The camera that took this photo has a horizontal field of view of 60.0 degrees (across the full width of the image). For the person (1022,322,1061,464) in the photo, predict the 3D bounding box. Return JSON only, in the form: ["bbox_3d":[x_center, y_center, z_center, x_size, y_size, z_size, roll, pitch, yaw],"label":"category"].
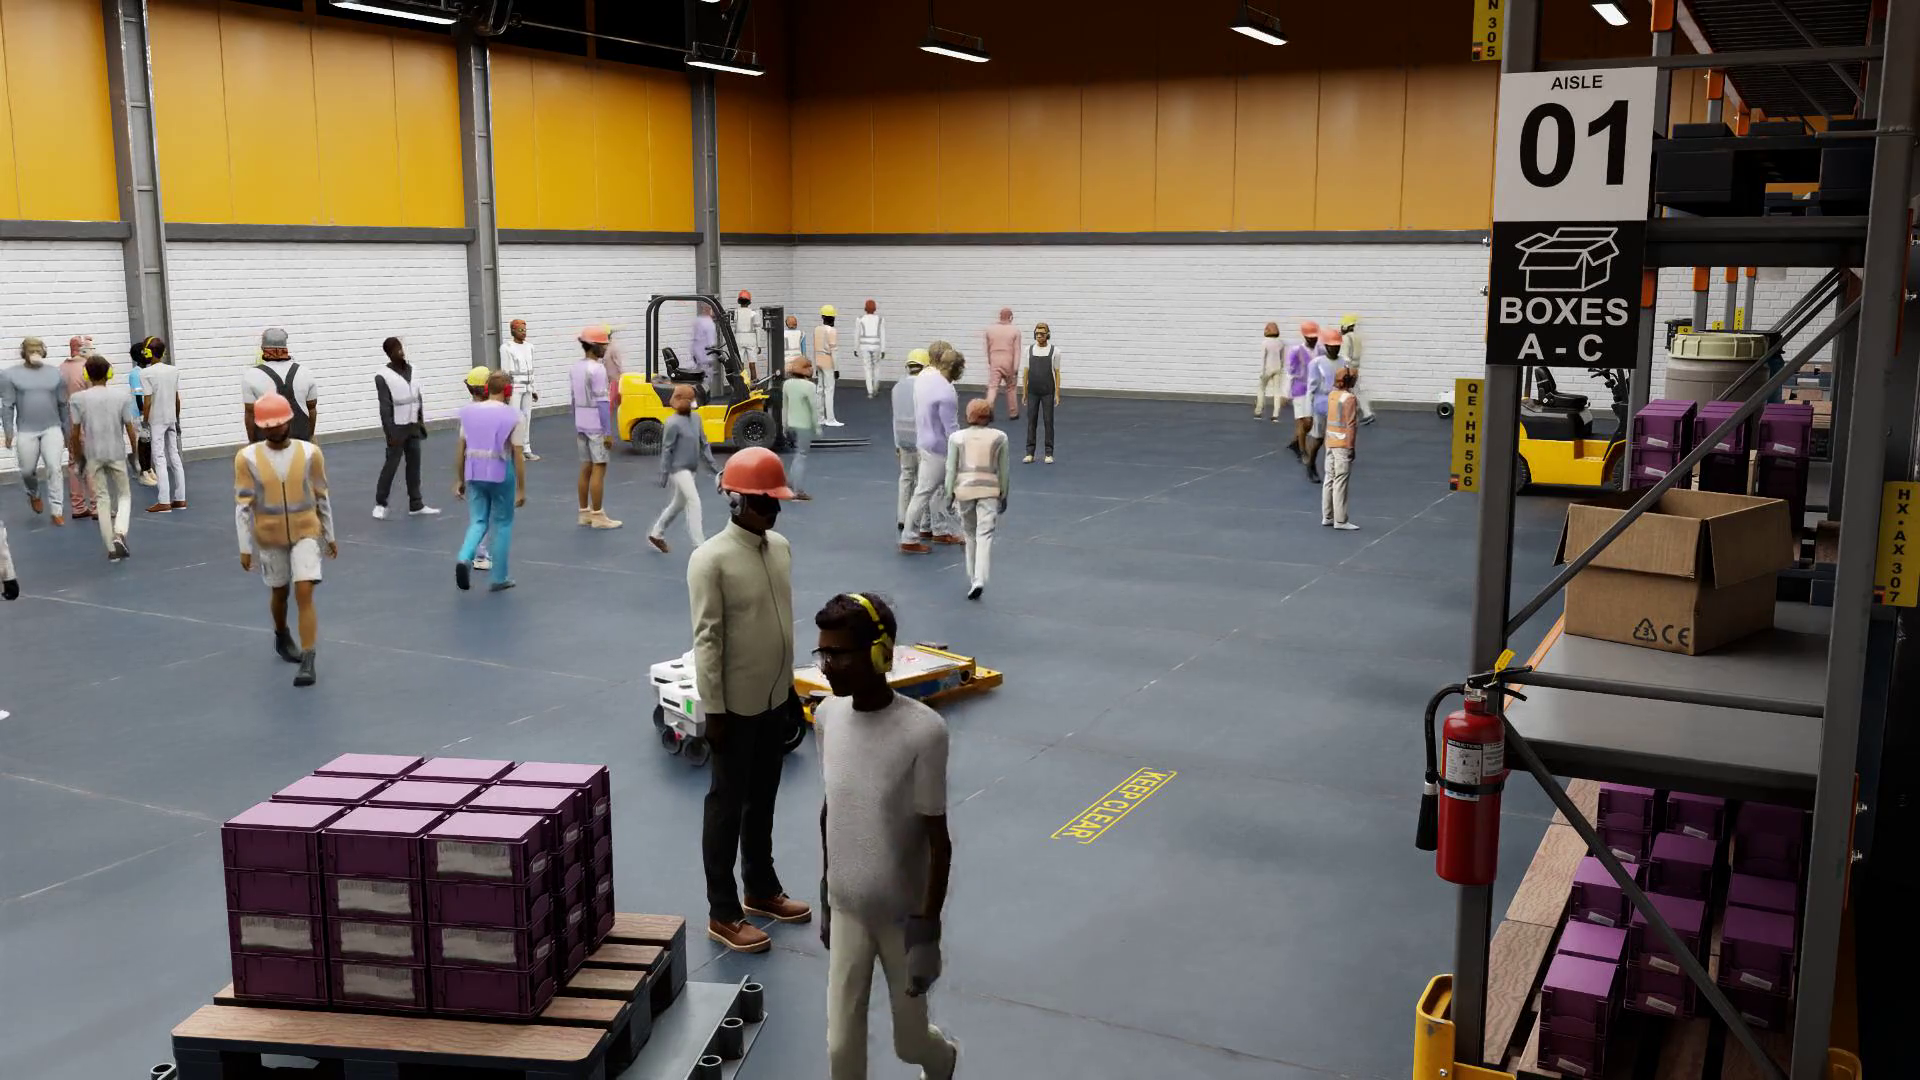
[{"bbox_3d":[1.059,-1.911,21.704,0.504,1.847,0.345,2,10,13],"label":"person"}]

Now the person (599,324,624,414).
[{"bbox_3d":[-5.193,-2.359,24.746,0.970,1.693,0.534,-7,12,-34],"label":"person"}]

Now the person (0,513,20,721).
[{"bbox_3d":[-5.719,0.139,9.641,0.605,1.906,0.479,6,11,30],"label":"person"}]

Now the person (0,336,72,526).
[{"bbox_3d":[-9.354,-1.115,16.868,0.639,1.918,0.762,-7,12,-34],"label":"person"}]

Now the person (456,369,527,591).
[{"bbox_3d":[-3.783,-0.452,13.338,0.631,1.813,0.625,2,10,14],"label":"person"}]

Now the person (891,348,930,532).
[{"bbox_3d":[-0.414,-0.971,16.357,0.610,1.810,0.426,9,13,43],"label":"person"}]

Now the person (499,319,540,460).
[{"bbox_3d":[-5.794,-1.964,21.898,0.338,1.882,0.583,5,11,28],"label":"person"}]

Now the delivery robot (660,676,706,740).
[{"bbox_3d":[-1.279,0.861,9.115,0.707,0.478,0.477,-8,13,-39],"label":"delivery robot"}]

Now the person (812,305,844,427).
[{"bbox_3d":[-2.106,-2.762,26.393,0.380,1.928,0.586,-8,12,-37],"label":"person"}]

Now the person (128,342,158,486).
[{"bbox_3d":[-9.632,-1.488,19.676,0.318,1.700,0.535,-2,10,-13],"label":"person"}]

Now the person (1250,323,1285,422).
[{"bbox_3d":[5.063,-2.759,27.303,0.518,1.596,0.773,-4,11,-21],"label":"person"}]

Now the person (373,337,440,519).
[{"bbox_3d":[-5.837,-1.159,17.260,0.504,1.884,0.704,3,10,18],"label":"person"}]

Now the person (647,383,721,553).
[{"bbox_3d":[-2.527,-0.626,15.000,0.847,1.594,0.497,4,10,21],"label":"person"}]

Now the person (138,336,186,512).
[{"bbox_3d":[-8.497,-1.228,17.668,0.328,1.876,0.513,3,10,19],"label":"person"}]

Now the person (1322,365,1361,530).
[{"bbox_3d":[3.797,-0.924,16.579,0.315,1.641,0.514,-2,10,-13],"label":"person"}]

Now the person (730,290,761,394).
[{"bbox_3d":[-4.078,-3.726,31.635,0.605,2.045,0.379,0,10,0],"label":"person"}]

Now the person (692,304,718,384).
[{"bbox_3d":[-4.516,-3.277,29.523,0.474,1.875,0.669,-6,11,-31],"label":"person"}]

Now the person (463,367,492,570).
[{"bbox_3d":[-4.147,-0.623,14.479,0.315,1.768,0.526,-3,10,-15],"label":"person"}]

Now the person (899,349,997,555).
[{"bbox_3d":[-0.115,-0.787,15.100,0.973,1.872,0.643,-2,10,-10],"label":"person"}]

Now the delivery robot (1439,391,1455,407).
[{"bbox_3d":[8.348,-2.346,27.685,0.707,0.478,0.477,4,11,21],"label":"delivery robot"}]

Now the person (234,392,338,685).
[{"bbox_3d":[-4.384,-0.042,10.838,0.605,1.880,0.979,-4,11,-23],"label":"person"}]

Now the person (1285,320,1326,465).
[{"bbox_3d":[4.467,-1.927,21.655,0.586,1.902,0.777,-5,11,-25],"label":"person"}]

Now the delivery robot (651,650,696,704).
[{"bbox_3d":[-1.428,0.780,9.584,0.477,0.478,0.707,9,13,41],"label":"delivery robot"}]

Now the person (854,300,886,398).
[{"bbox_3d":[-1.738,-3.645,31.767,0.583,1.835,0.968,-2,10,-13],"label":"person"}]

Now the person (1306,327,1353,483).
[{"bbox_3d":[4.296,-1.545,19.478,0.559,1.904,0.926,-1,10,-7],"label":"person"}]

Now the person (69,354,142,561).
[{"bbox_3d":[-7.592,-0.724,14.794,0.552,1.856,0.403,-4,11,-24],"label":"person"}]

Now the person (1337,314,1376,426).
[{"bbox_3d":[6.218,-2.704,26.477,0.925,1.800,0.594,9,13,43],"label":"person"}]

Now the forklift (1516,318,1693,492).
[{"bbox_3d":[7.066,-1.601,18.899,2.313,2.155,1.214,5,11,27],"label":"forklift"}]

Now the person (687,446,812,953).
[{"bbox_3d":[-0.829,0.617,6.642,0.384,1.993,0.609,5,11,26],"label":"person"}]

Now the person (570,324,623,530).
[{"bbox_3d":[-3.620,-1.122,16.569,0.396,2.038,0.614,-8,13,-39],"label":"person"}]

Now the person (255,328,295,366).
[{"bbox_3d":[-8.365,-1.705,20.582,0.622,1.822,0.585,5,11,25],"label":"person"}]

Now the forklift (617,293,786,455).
[{"bbox_3d":[-3.588,-2.317,23.042,2.313,2.155,1.214,-1,10,-5],"label":"forklift"}]

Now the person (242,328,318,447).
[{"bbox_3d":[-6.528,-1.012,15.933,0.682,2.000,0.537,-8,13,-40],"label":"person"}]

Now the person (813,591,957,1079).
[{"bbox_3d":[-0.188,1.025,4.744,0.517,1.835,0.806,5,11,28],"label":"person"}]

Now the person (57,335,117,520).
[{"bbox_3d":[-9.012,-1.159,17.184,0.645,1.905,0.400,5,11,25],"label":"person"}]

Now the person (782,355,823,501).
[{"bbox_3d":[-1.750,-1.232,18.427,0.378,1.622,0.500,-9,13,-43],"label":"person"}]

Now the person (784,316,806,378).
[{"bbox_3d":[-2.968,-3.145,29.439,0.514,1.641,0.315,-5,11,-25],"label":"person"}]

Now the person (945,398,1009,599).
[{"bbox_3d":[0.129,-0.340,13.361,0.520,1.585,0.845,1,10,7],"label":"person"}]

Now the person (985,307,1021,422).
[{"bbox_3d":[0.689,-2.857,27.139,0.635,1.868,0.962,3,10,19],"label":"person"}]

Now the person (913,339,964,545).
[{"bbox_3d":[-0.219,-0.923,15.729,0.370,1.934,0.627,-5,11,-26],"label":"person"}]

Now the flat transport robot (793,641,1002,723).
[{"bbox_3d":[-0.476,0.862,10.201,1.431,0.197,0.652,-9,13,-42],"label":"flat transport robot"}]
